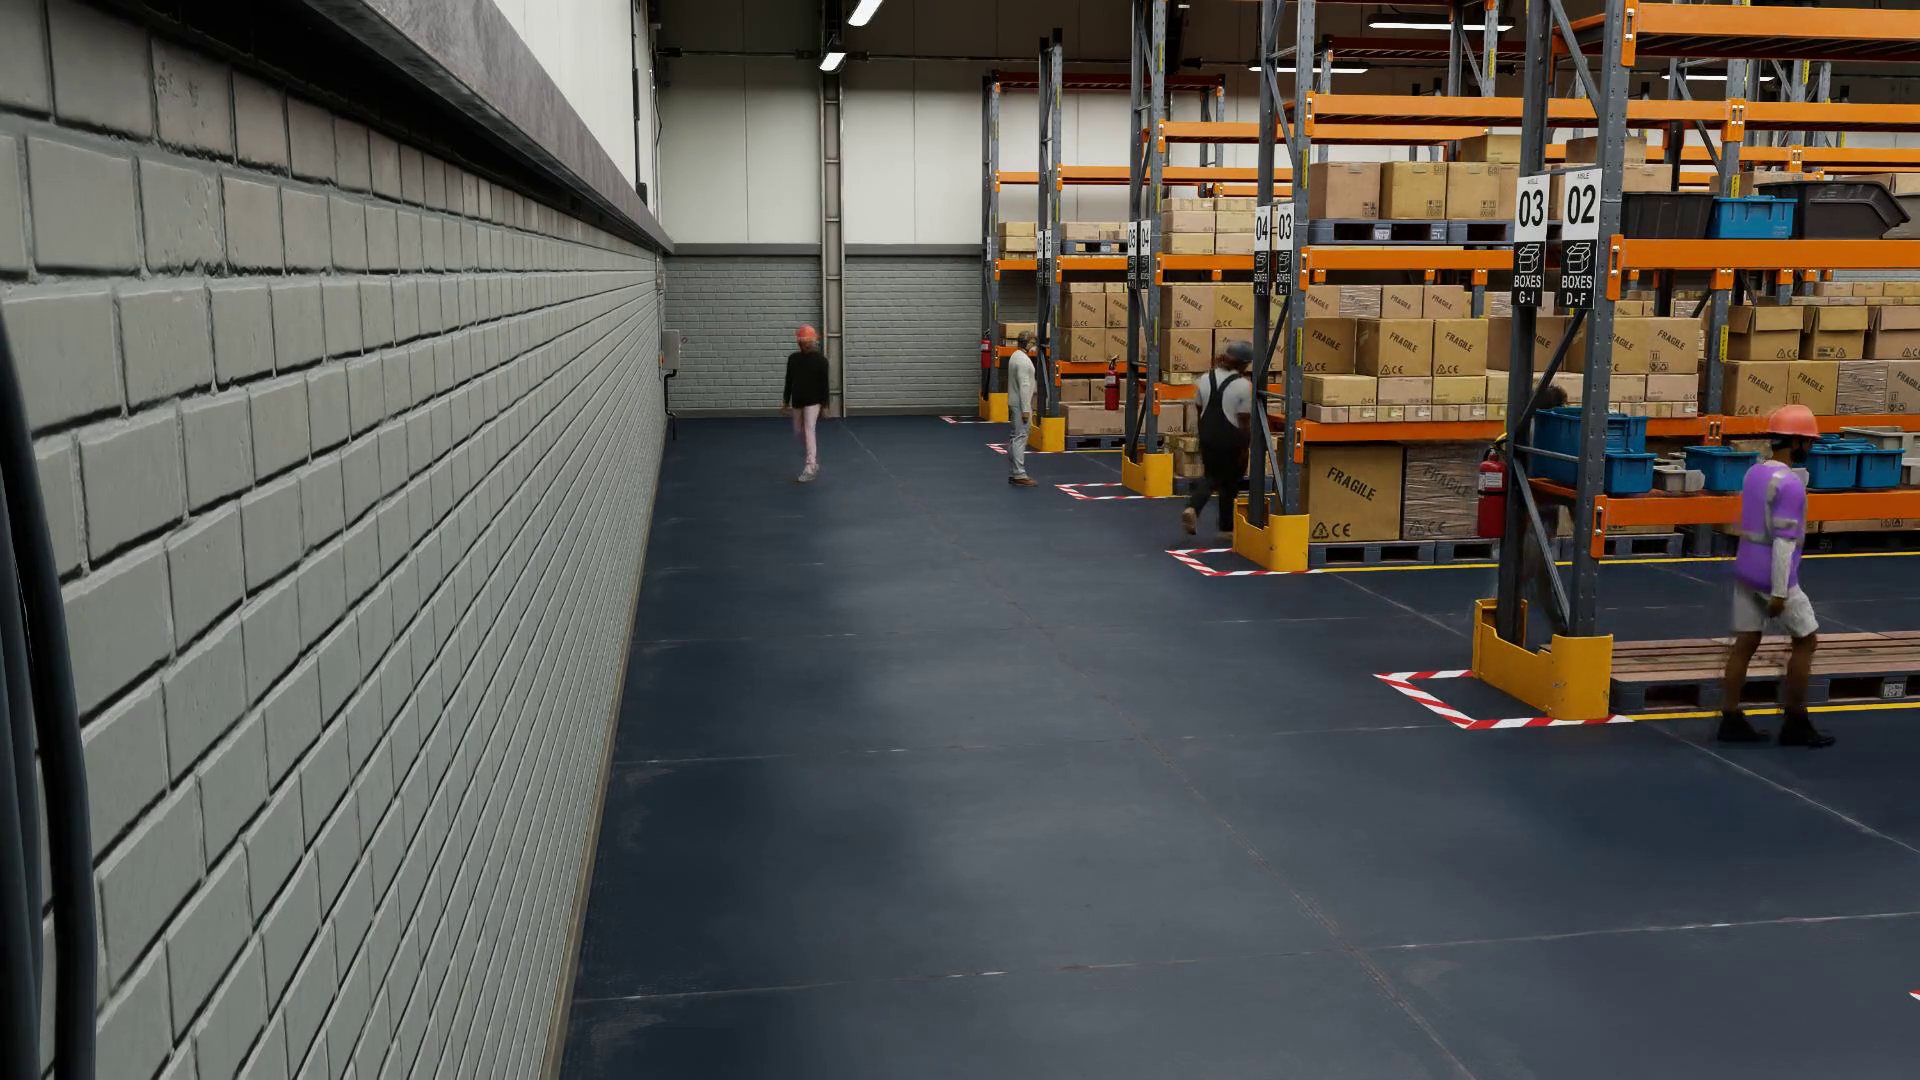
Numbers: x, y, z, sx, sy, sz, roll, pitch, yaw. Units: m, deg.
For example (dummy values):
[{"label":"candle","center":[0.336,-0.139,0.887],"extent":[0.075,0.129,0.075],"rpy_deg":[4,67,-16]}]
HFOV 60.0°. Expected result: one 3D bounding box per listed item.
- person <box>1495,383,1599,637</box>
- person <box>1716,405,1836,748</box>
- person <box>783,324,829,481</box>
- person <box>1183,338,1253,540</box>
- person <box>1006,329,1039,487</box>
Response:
[{"label":"person","center":[4.014,-0.127,11.389],"extent":[1.001,1.882,0.641],"rpy_deg":[-2,9,-13]},{"label":"person","center":[4.621,0.203,9.290],"extent":[0.755,1.908,0.543],"rpy_deg":[-1,9,-5]},{"label":"person","center":[-1.943,-1.742,21.161],"extent":[0.621,2.013,0.626],"rpy_deg":[6,11,33]},{"label":"person","center":[2.584,-0.981,16.198],"extent":[0.673,2.000,0.712],"rpy_deg":[-9,13,-43]},{"label":"person","center":[0.762,-1.627,20.522],"extent":[0.376,1.931,0.629],"rpy_deg":[-1,9,-7]}]
